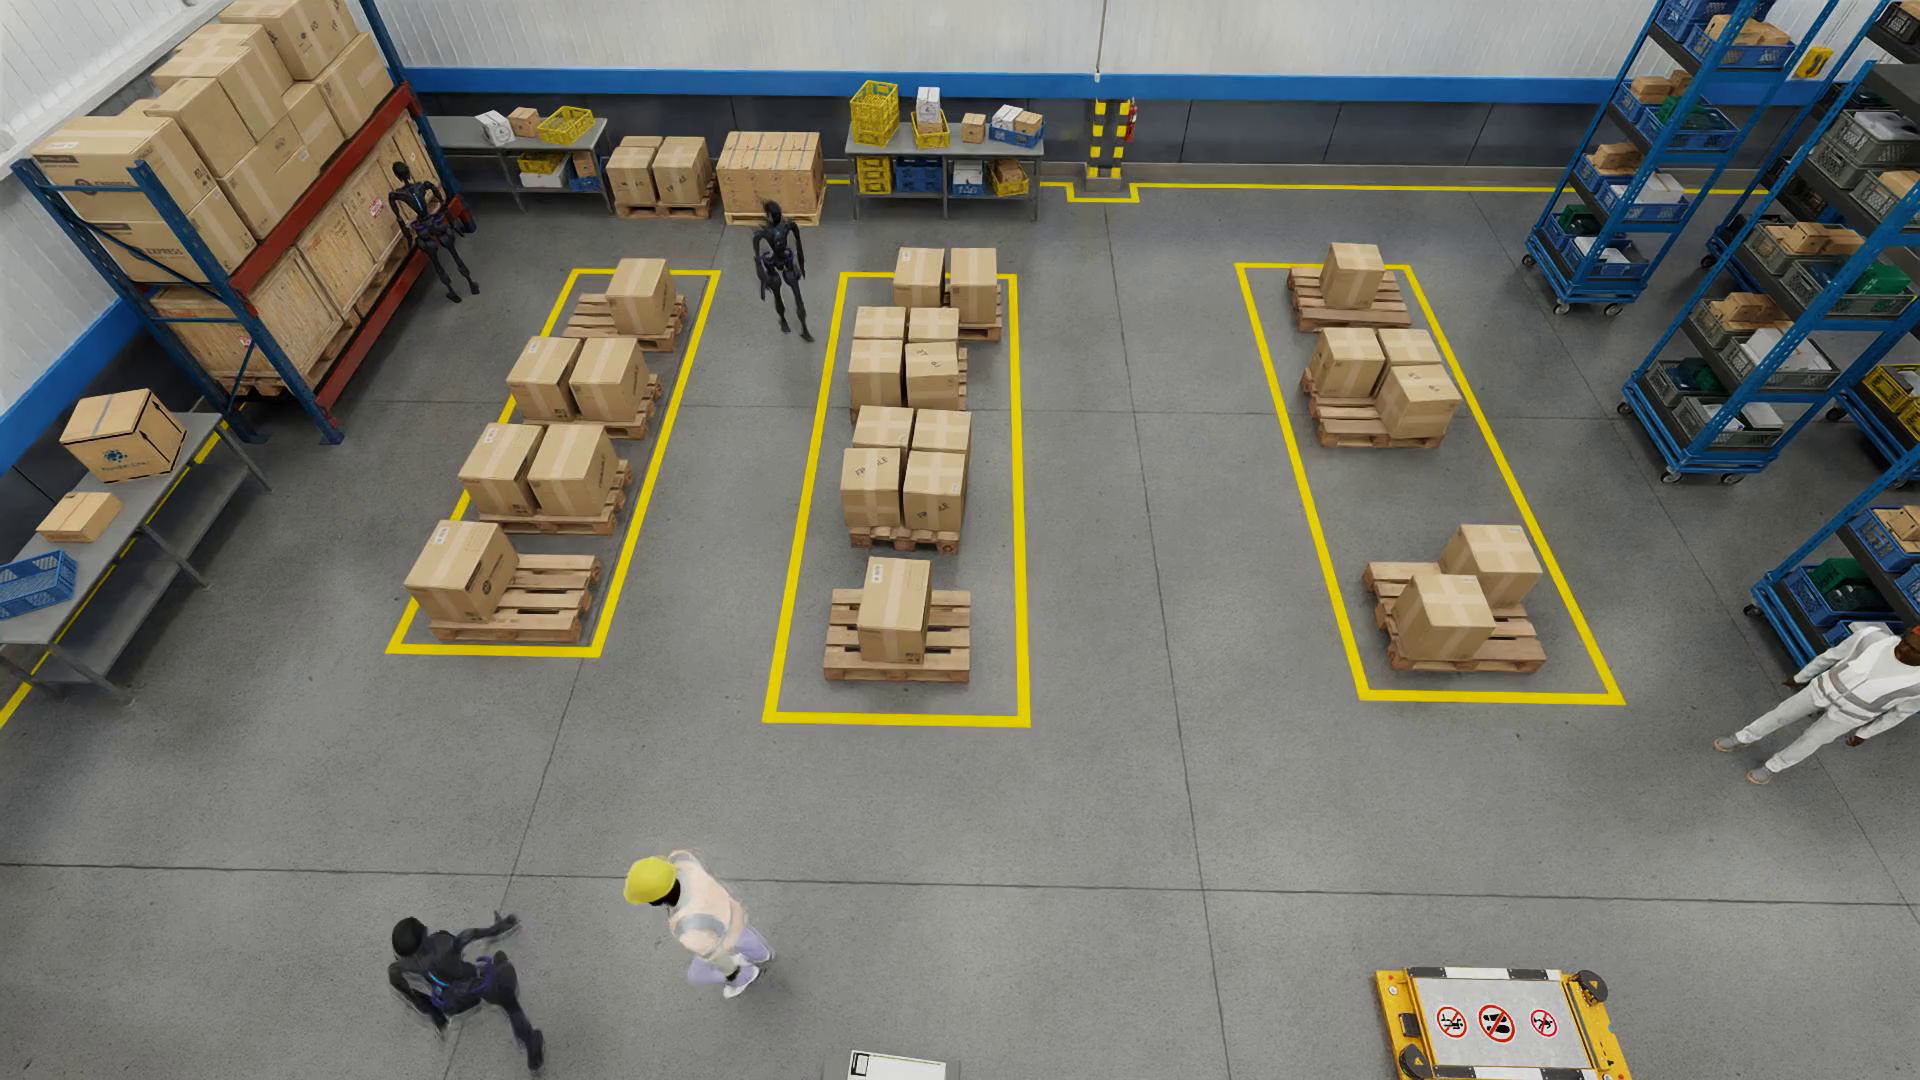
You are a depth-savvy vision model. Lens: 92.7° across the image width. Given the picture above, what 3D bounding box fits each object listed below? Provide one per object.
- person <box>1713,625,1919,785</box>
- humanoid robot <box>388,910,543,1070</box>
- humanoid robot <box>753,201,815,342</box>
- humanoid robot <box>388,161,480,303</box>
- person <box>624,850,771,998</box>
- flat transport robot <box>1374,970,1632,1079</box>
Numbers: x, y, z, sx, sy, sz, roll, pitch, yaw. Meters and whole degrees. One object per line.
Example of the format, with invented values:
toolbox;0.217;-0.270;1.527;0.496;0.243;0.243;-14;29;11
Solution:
person;6.210;1.159;6.499;0.343;1.882;0.578;-17;53;-13
humanoid robot;-2.910;2.639;5.461;0.533;1.616;0.817;-17;53;-13
humanoid robot;-1.929;-2.872;9.925;0.590;1.635;0.645;-19;53;-15
humanoid robot;-6.009;-3.498;10.420;0.609;1.657;0.315;-34;58;-24
person;-1.527;2.340;5.530;0.554;1.890;0.612;-14;52;-11
flat transport robot;3.501;3.133;5.914;1.431;0.197;0.652;1;51;1
